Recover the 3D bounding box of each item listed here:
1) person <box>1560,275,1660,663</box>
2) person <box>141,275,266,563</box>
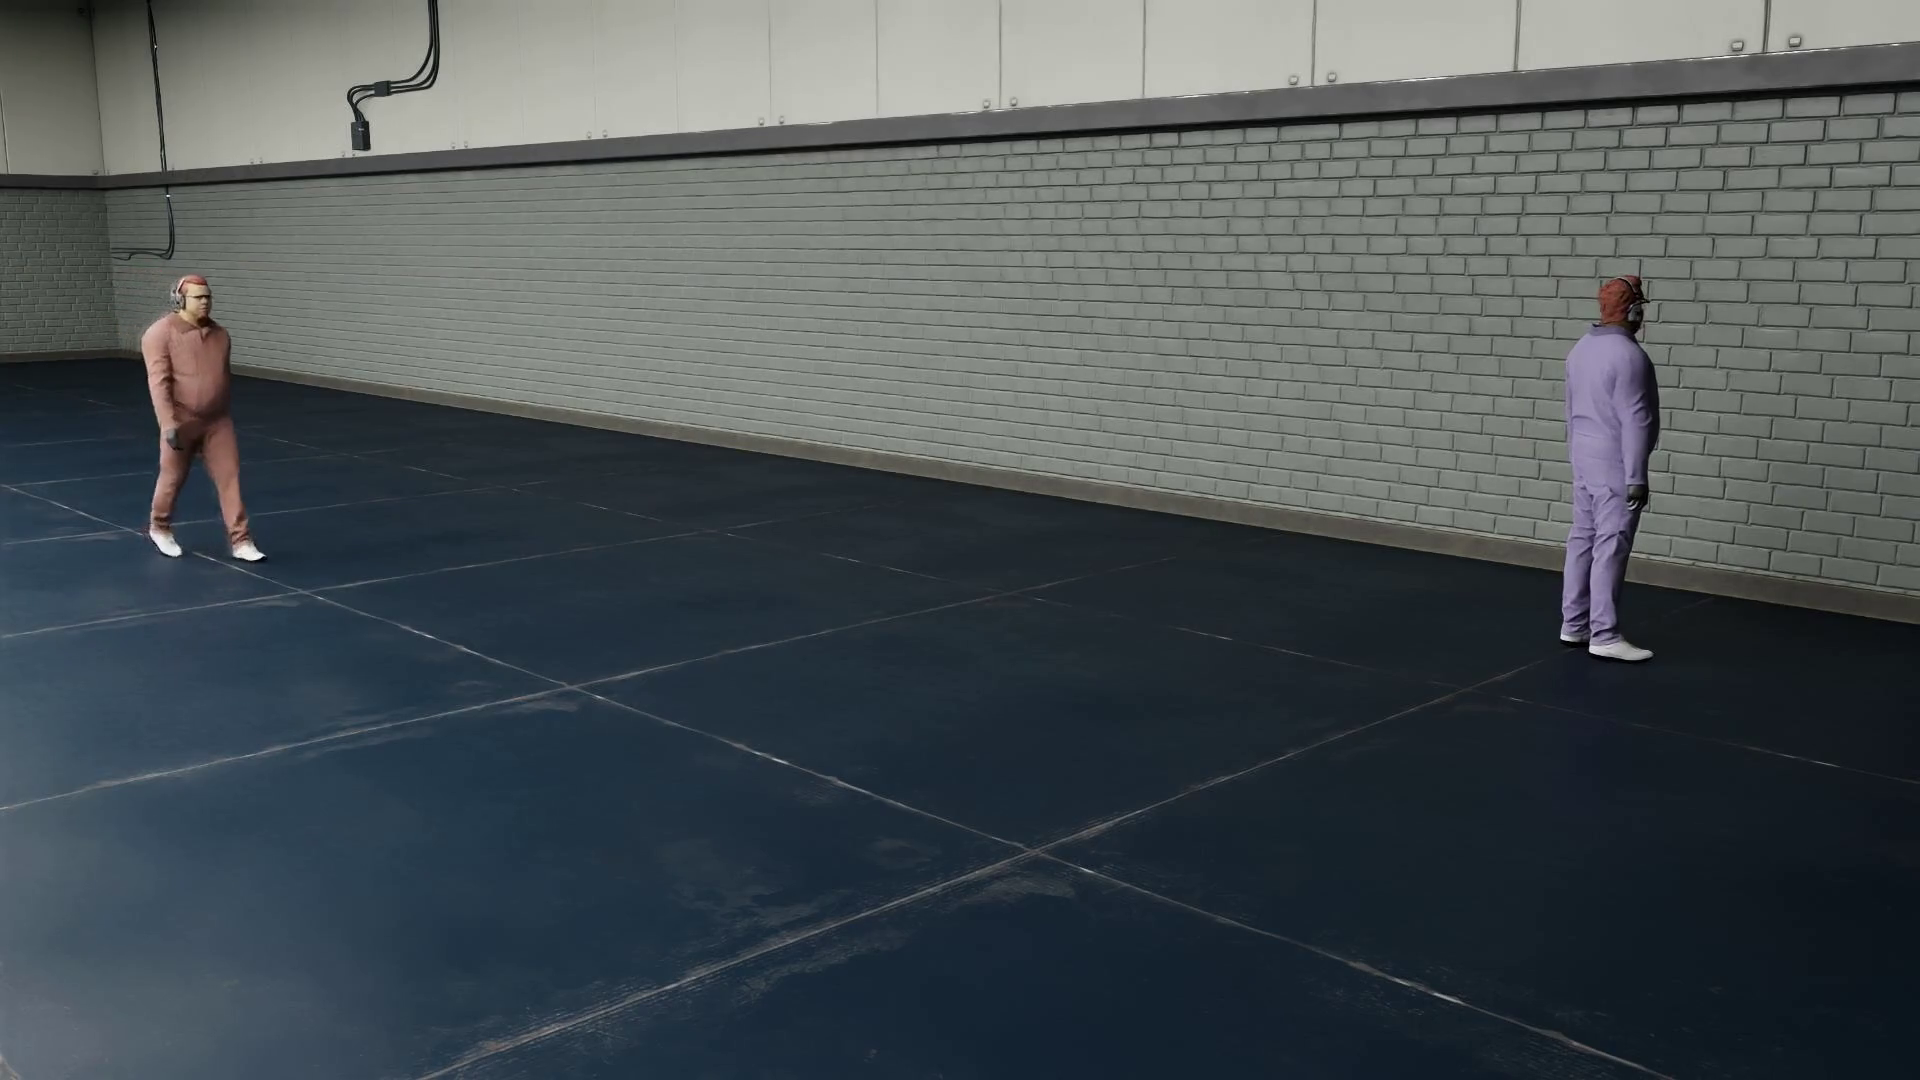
[{"bbox_3d":[3.288,-0.363,8.357,0.410,1.913,0.651,-1,10,-6],"label":"person"},{"bbox_3d":[-5.010,-0.791,10.853,0.988,1.867,0.637,7,12,33],"label":"person"}]
